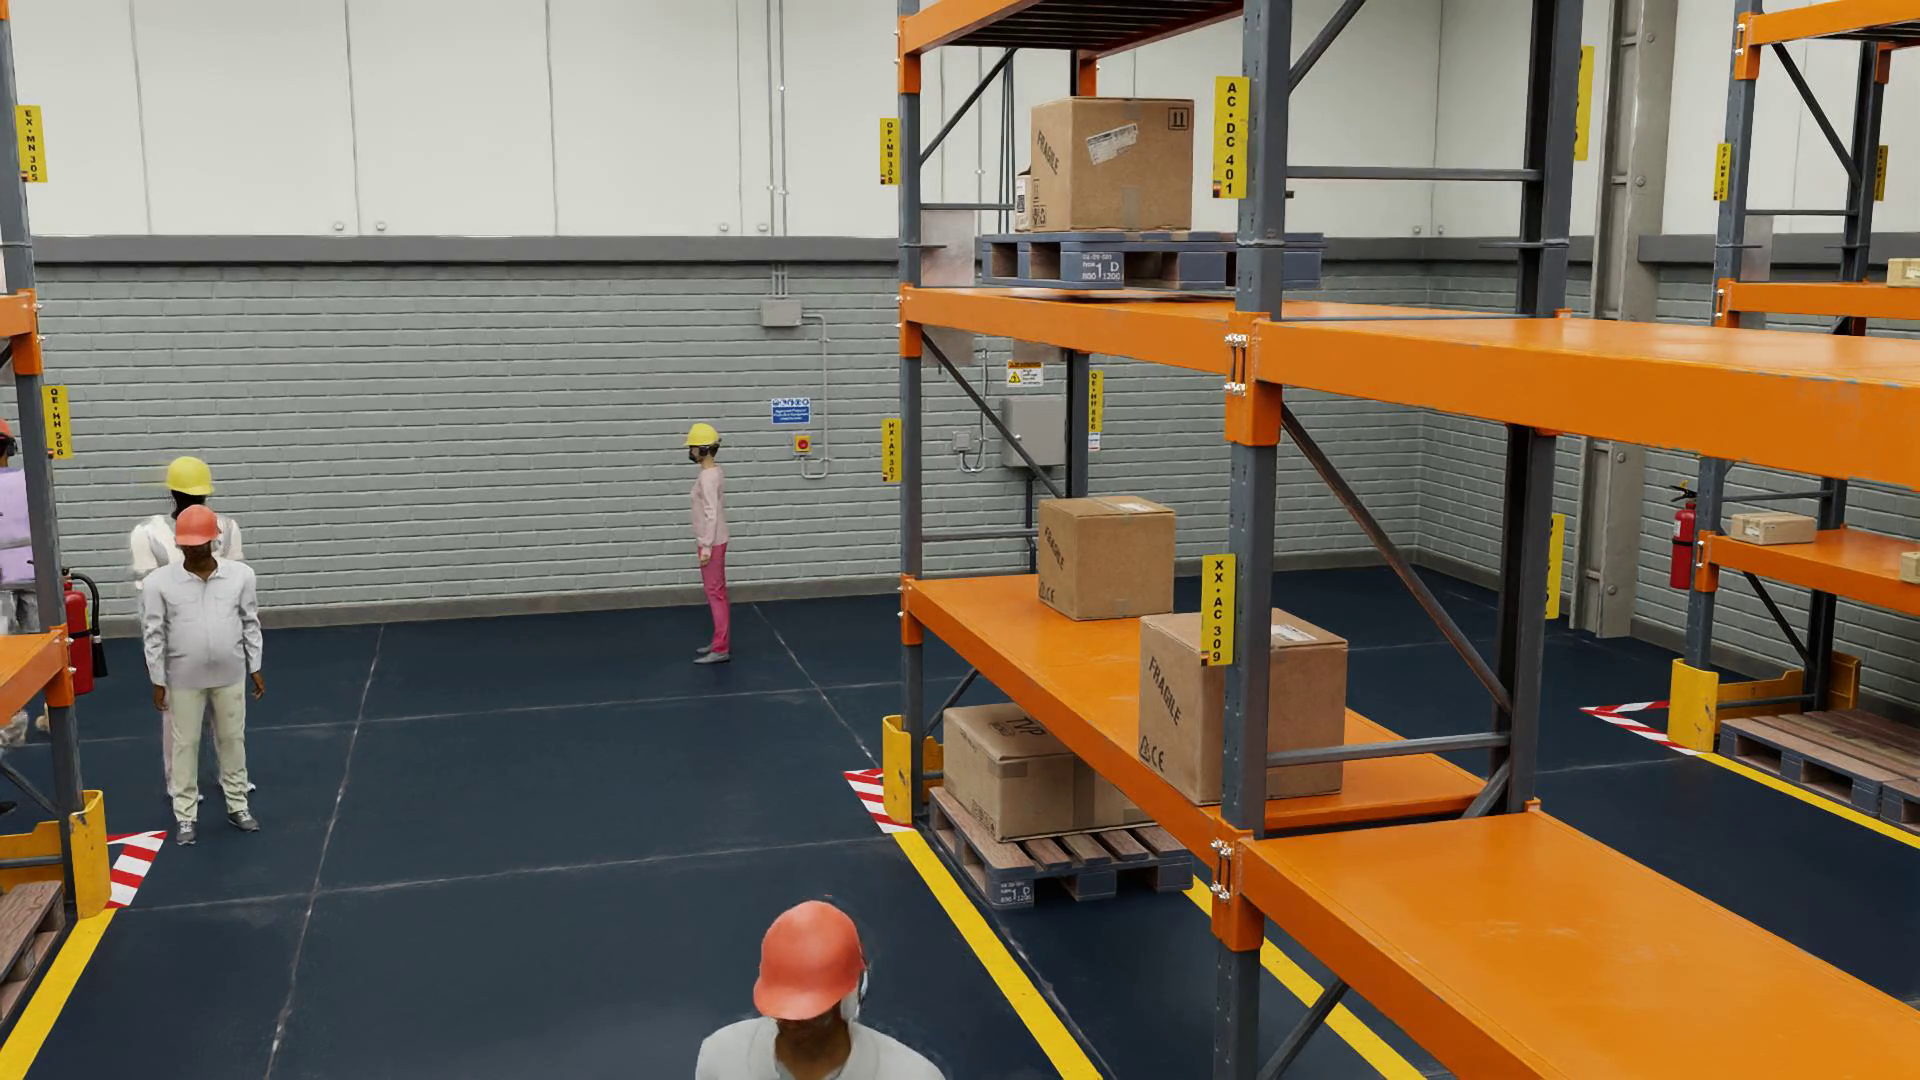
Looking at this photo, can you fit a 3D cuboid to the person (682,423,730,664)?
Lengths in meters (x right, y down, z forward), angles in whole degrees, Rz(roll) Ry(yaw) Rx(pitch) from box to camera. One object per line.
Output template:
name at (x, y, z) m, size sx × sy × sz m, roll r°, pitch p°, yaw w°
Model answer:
person at (-1.857, 0.027, 12.201) m, size 0.323 × 1.767 × 0.533 m, roll -1°, pitch 10°, yaw -4°

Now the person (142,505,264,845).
person at (-3.860, 0.678, 8.540) m, size 0.565 × 1.745 × 0.342 m, roll -7°, pitch 12°, yaw -35°

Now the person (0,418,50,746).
person at (-5.838, 0.247, 10.189) m, size 0.404 × 2.034 × 0.609 m, roll 7°, pitch 12°, yaw 33°

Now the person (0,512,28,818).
person at (-5.163, 0.616, 8.725) m, size 0.617 × 1.808 × 0.455 m, roll 7°, pitch 12°, yaw 36°

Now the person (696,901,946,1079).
person at (-0.325, 1.588, 3.425) m, size 0.597 × 1.718 × 0.808 m, roll 2°, pitch 10°, yaw 12°

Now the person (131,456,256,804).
person at (-4.191, 0.489, 9.145) m, size 0.602 × 1.918 × 0.408 m, roll -10°, pitch 14°, yaw -44°
